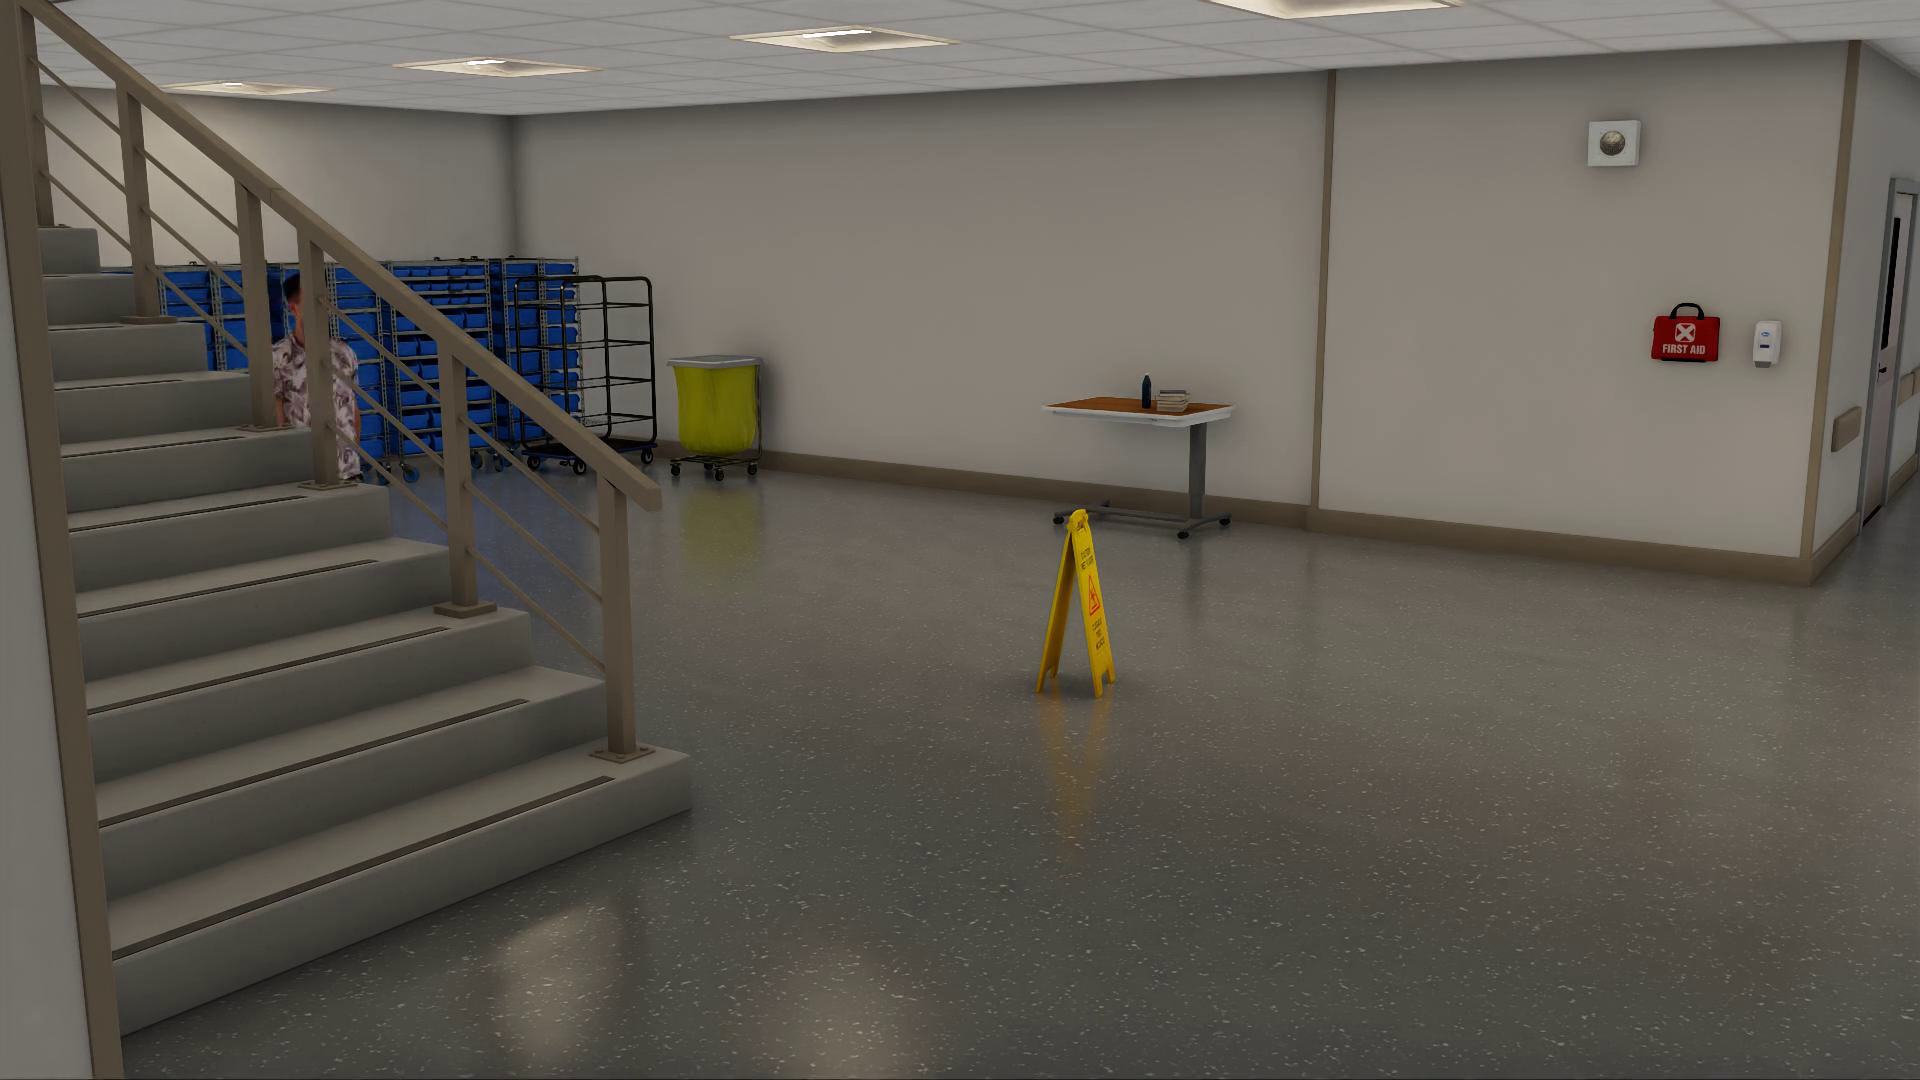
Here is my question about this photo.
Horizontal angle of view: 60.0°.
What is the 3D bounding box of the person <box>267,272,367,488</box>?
[{"bbox_3d":[-3.005,-0.311,7.614,0.690,1.799,0.699,9,14,41],"label":"person"}]
